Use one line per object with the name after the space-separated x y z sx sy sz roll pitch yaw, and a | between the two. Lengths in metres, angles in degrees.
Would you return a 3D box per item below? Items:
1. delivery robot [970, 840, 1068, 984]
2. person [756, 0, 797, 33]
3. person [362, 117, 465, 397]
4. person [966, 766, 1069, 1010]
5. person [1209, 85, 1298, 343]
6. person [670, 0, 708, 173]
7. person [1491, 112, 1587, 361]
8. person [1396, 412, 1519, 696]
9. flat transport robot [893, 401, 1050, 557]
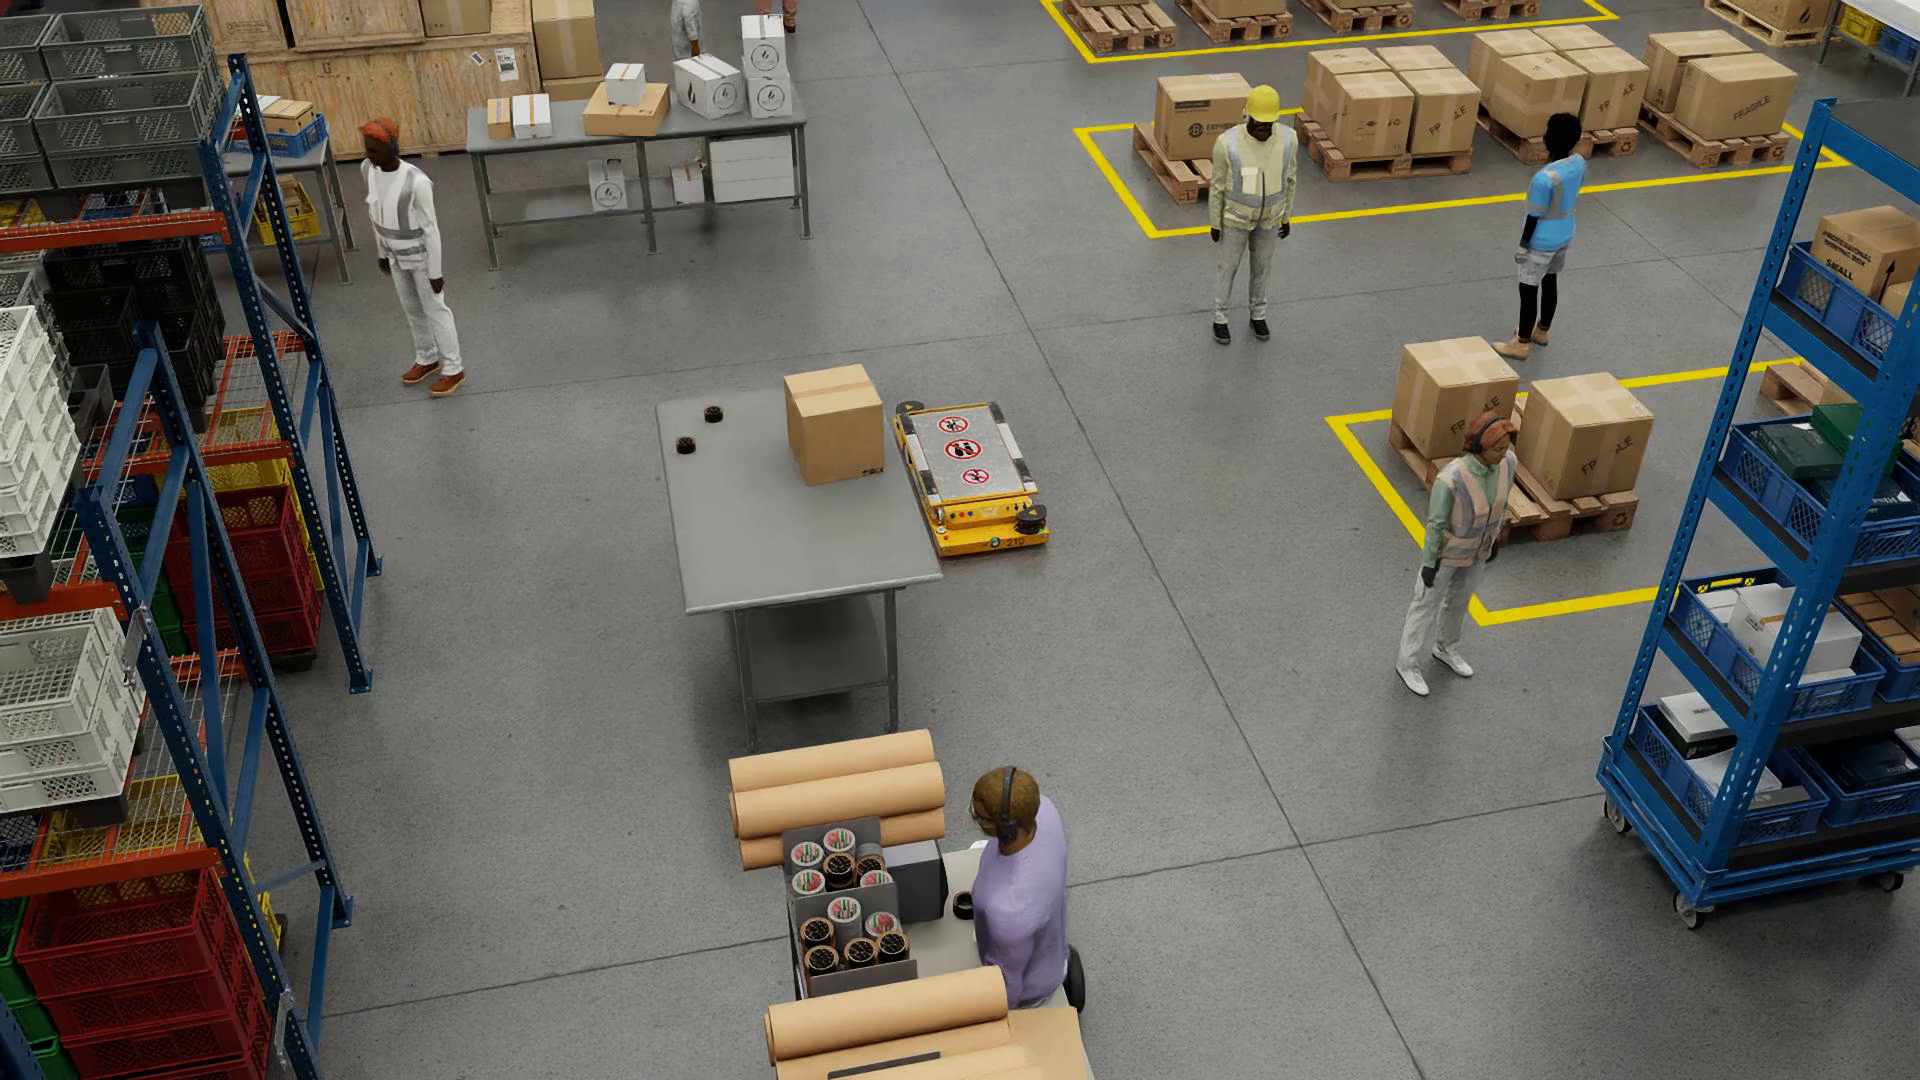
0.234 1.591 7.081 0.477 0.478 0.707 -5 37 -6 | delivery robot
-1.861 -5.810 15.986 0.639 1.901 0.406 -20 41 -24 | person
-3.504 -1.801 10.621 0.578 1.878 0.353 22 42 27 | person
0.205 1.554 6.067 0.371 1.929 0.630 7 37 10 | person
1.956 -2.182 11.176 0.581 1.824 0.403 -5 37 -7 | person
-2.161 -3.713 13.201 0.327 1.862 0.517 -7 37 -10 | person
3.888 -2.013 11.057 0.532 1.690 0.322 -30 46 -34 | person
2.496 0.059 8.320 0.519 1.632 0.315 -19 41 -24 | person
0.046 -0.430 10.108 0.652 0.197 1.431 -8 37 -10 | flat transport robot
